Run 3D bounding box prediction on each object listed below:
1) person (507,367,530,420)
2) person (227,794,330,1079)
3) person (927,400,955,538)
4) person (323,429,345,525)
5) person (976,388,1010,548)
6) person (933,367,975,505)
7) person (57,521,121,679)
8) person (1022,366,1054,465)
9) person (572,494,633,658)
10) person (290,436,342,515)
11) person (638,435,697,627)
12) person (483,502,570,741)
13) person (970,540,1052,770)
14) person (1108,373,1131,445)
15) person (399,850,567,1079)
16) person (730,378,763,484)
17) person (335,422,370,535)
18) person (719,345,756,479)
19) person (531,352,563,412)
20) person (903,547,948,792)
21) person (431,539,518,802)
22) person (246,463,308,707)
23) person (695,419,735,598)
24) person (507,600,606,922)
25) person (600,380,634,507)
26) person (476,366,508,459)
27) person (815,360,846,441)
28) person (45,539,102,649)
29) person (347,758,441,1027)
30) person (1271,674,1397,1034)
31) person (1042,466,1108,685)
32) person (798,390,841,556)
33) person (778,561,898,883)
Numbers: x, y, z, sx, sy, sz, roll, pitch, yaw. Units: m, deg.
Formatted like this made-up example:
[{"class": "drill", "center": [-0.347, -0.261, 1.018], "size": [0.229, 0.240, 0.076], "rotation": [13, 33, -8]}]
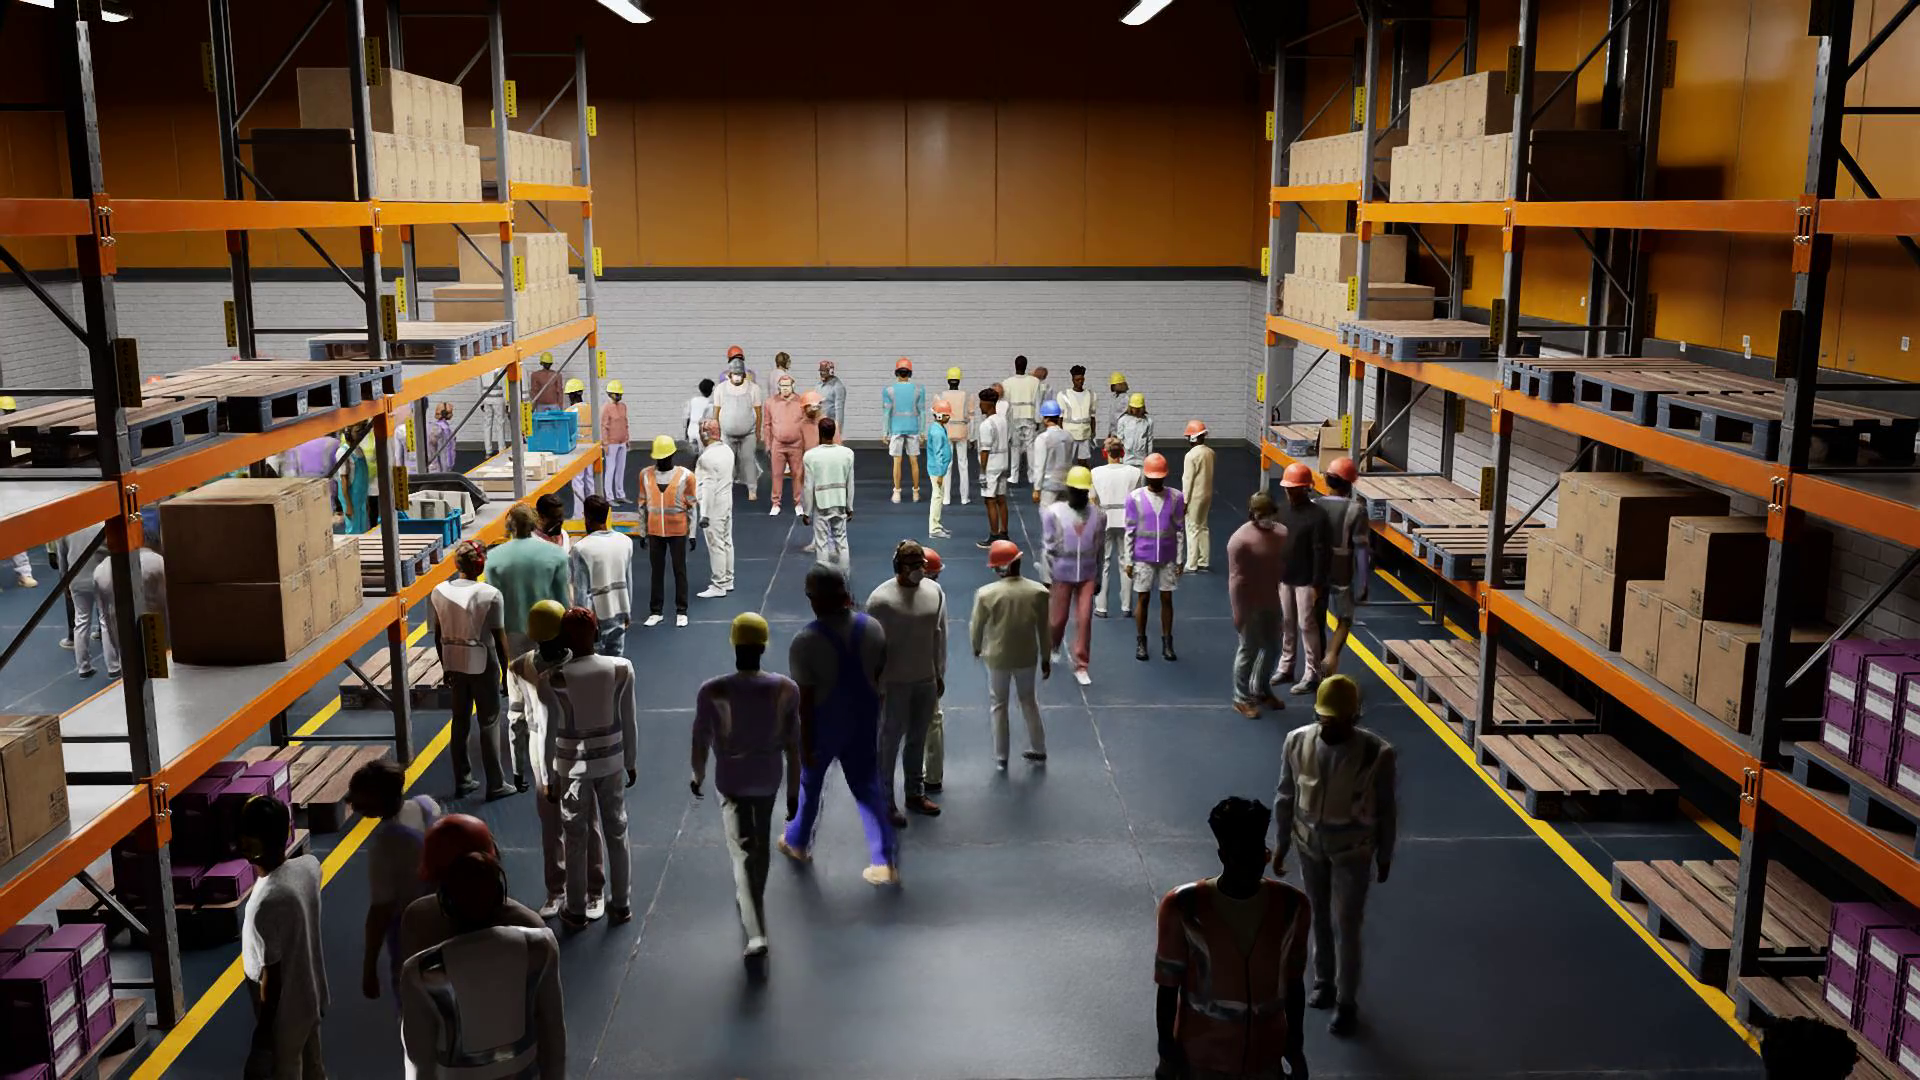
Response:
[{"class": "person", "center": [-7.096, -2.130, 26.744], "size": [0.350, 1.878, 0.567], "rotation": [2, 11, 9]}, {"class": "person", "center": [-2.677, 1.894, 6.582], "size": [0.328, 1.865, 0.521], "rotation": [1, 11, 3]}, {"class": "person", "center": [-0.242, -0.892, 20.867], "size": [0.350, 1.739, 0.575], "rotation": [0, 11, -1]}, {"class": "person", "center": [-8.176, -1.047, 21.776], "size": [0.330, 1.686, 0.534], "rotation": [-1, 11, -6]}, {"class": "person", "center": [0.392, -0.874, 20.243], "size": [0.373, 1.959, 0.605], "rotation": [6, 13, 28]}, {"class": "person", "center": [-0.087, -1.442, 23.150], "size": [0.594, 1.924, 0.382], "rotation": [-1, 11, -6]}, {"class": "person", "center": [-7.587, 0.358, 14.583], "size": [0.566, 1.744, 0.350], "rotation": [0, 11, -1]}, {"class": "person", "center": [1.219, -1.950, 26.447], "size": [0.529, 1.621, 0.593], "rotation": [5, 12, 23]}, {"class": "person", "center": [-2.780, 0.593, 13.012], "size": [0.404, 1.906, 0.598], "rotation": [7, 13, 31]}, {"class": "person", "center": [-7.228, -0.565, 18.904], "size": [0.605, 1.873, 0.996], "rotation": [1, 11, 6]}, {"class": "person", "center": [-2.885, -0.088, 16.388], "size": [0.585, 1.916, 0.389], "rotation": [1, 11, 6]}, {"class": "person", "center": [-3.264, 0.675, 12.605], "size": [0.630, 1.913, 0.842], "rotation": [-3, 12, -14]}, {"class": "person", "center": [0.349, 0.835, 12.257], "size": [0.585, 1.714, 0.471], "rotation": [-4, 12, -19]}, {"class": "person", "center": [2.316, -1.583, 24.352], "size": [0.325, 1.731, 0.489], "rotation": [-6, 13, -29]}, {"class": "person", "center": [-1.690, 2.007, 5.960], "size": [0.585, 1.882, 0.337], "rotation": [-8, 14, -34]}, {"class": "person", "center": [-3.222, -1.665, 24.789], "size": [0.538, 1.719, 0.516], "rotation": [5, 12, 25]}, {"class": "person", "center": [-6.620, -0.419, 18.227], "size": [0.341, 1.845, 0.511], "rotation": [0, 11, 0]}, {"class": "person", "center": [-3.411, -1.957, 25.482], "size": [0.604, 2.034, 0.418], "rotation": [-7, 13, -30]}, {"class": "person", "center": [-6.847, -2.251, 27.635], "size": [0.525, 1.761, 0.342], "rotation": [-4, 12, -21]}, {"class": "person", "center": [-0.256, 0.911, 11.782], "size": [0.330, 1.751, 0.573], "rotation": [1, 11, 5]}, {"class": "person", "center": [-3.380, 0.911, 11.554], "size": [0.567, 1.845, 0.386], "rotation": [4, 12, 18]}, {"class": "person", "center": [-5.705, 0.357, 13.840], "size": [0.538, 2.000, 0.683], "rotation": [0, 11, -1]}, {"class": "person", "center": [-2.627, -0.336, 17.675], "size": [0.400, 1.902, 0.643], "rotation": [3, 12, 13]}, {"class": "person", "center": [-2.311, 1.266, 9.620], "size": [0.588, 1.912, 0.396], "rotation": [0, 11, -2]}, {"class": "person", "center": [-4.759, -1.338, 23.061], "size": [0.330, 1.760, 0.518], "rotation": [6, 13, 26]}, {"class": "person", "center": [-7.670, -2.269, 27.402], "size": [0.581, 1.884, 0.351], "rotation": [4, 12, 18]}, {"class": "person", "center": [-1.947, -1.702, 24.535], "size": [0.401, 1.900, 0.643], "rotation": [-9, 14, -37]}, {"class": "person", "center": [-8.292, 0.035, 15.604], "size": [0.407, 1.986, 0.617], "rotation": [6, 13, 29]}, {"class": "person", "center": [-2.409, 1.775, 7.364], "size": [0.393, 1.788, 0.612], "rotation": [1, 11, 7]}, {"class": "person", "center": [1.860, 1.557, 8.387], "size": [0.595, 1.811, 0.655], "rotation": [7, 13, 33]}, {"class": "person", "center": [0.993, 0.274, 14.570], "size": [0.586, 1.914, 0.645], "rotation": [-2, 11, -8]}, {"class": "person", "center": [-1.672, -0.801, 19.801], "size": [0.680, 1.985, 0.408], "rotation": [9, 14, 38]}, {"class": "person", "center": [-0.752, 1.077, 10.231], "size": [0.686, 2.000, 1.029], "rotation": [-7, 13, -31]}]
